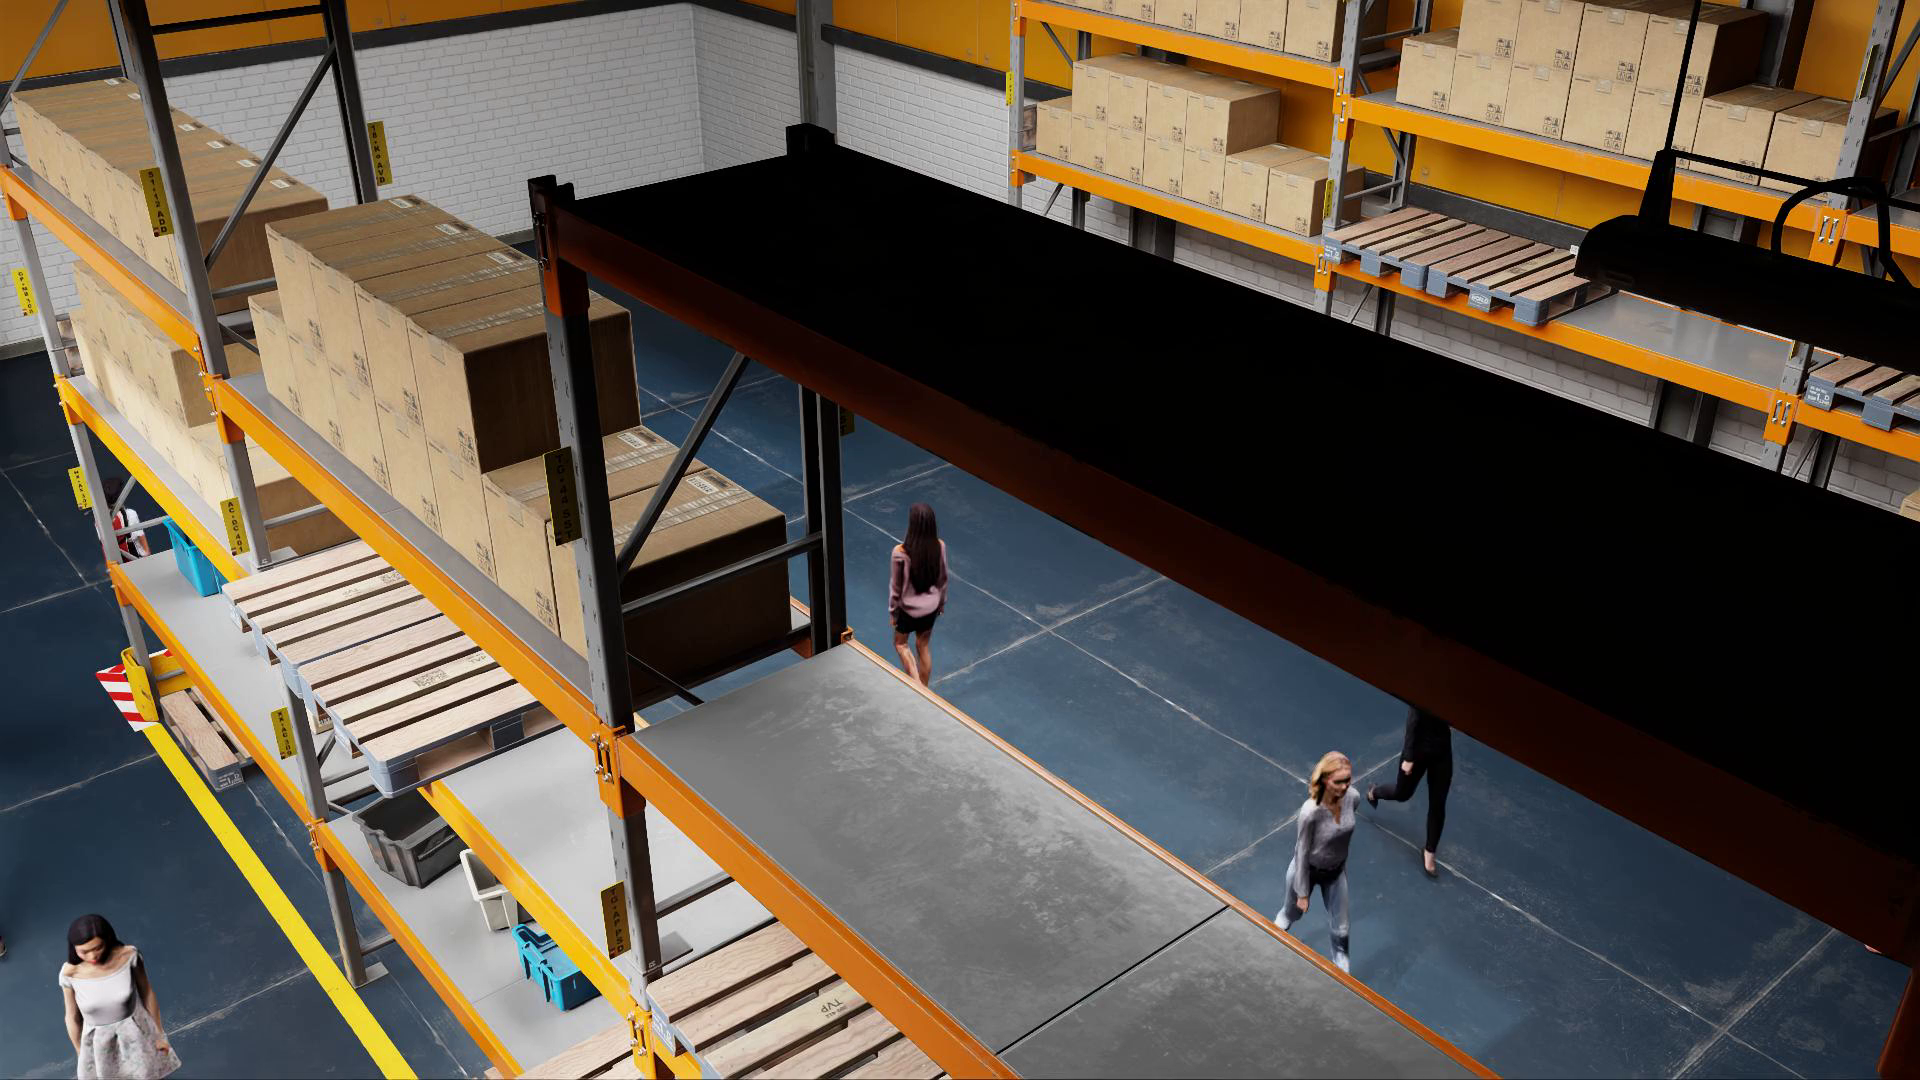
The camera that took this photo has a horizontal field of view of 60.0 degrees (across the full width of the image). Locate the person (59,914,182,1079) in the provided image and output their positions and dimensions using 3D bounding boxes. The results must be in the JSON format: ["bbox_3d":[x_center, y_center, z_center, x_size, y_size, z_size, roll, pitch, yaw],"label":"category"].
[{"bbox_3d":[-4.386,2.655,8.711,0.695,1.776,0.691,-15,32,-25],"label":"person"}]

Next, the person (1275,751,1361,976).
[{"bbox_3d":[2.091,1.972,9.987,0.834,1.754,1.195,-12,31,-21],"label":"person"}]

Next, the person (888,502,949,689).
[{"bbox_3d":[-0.282,0.584,12.481,0.744,1.800,0.791,-12,31,-20],"label":"person"}]

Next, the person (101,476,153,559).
[{"bbox_3d":[-7.008,0.076,13.981,0.588,1.256,0.639,0,29,1],"label":"person"}]

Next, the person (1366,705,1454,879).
[{"bbox_3d":[3.045,1.409,11.087,0.789,1.687,1.092,-12,31,-21],"label":"person"}]
